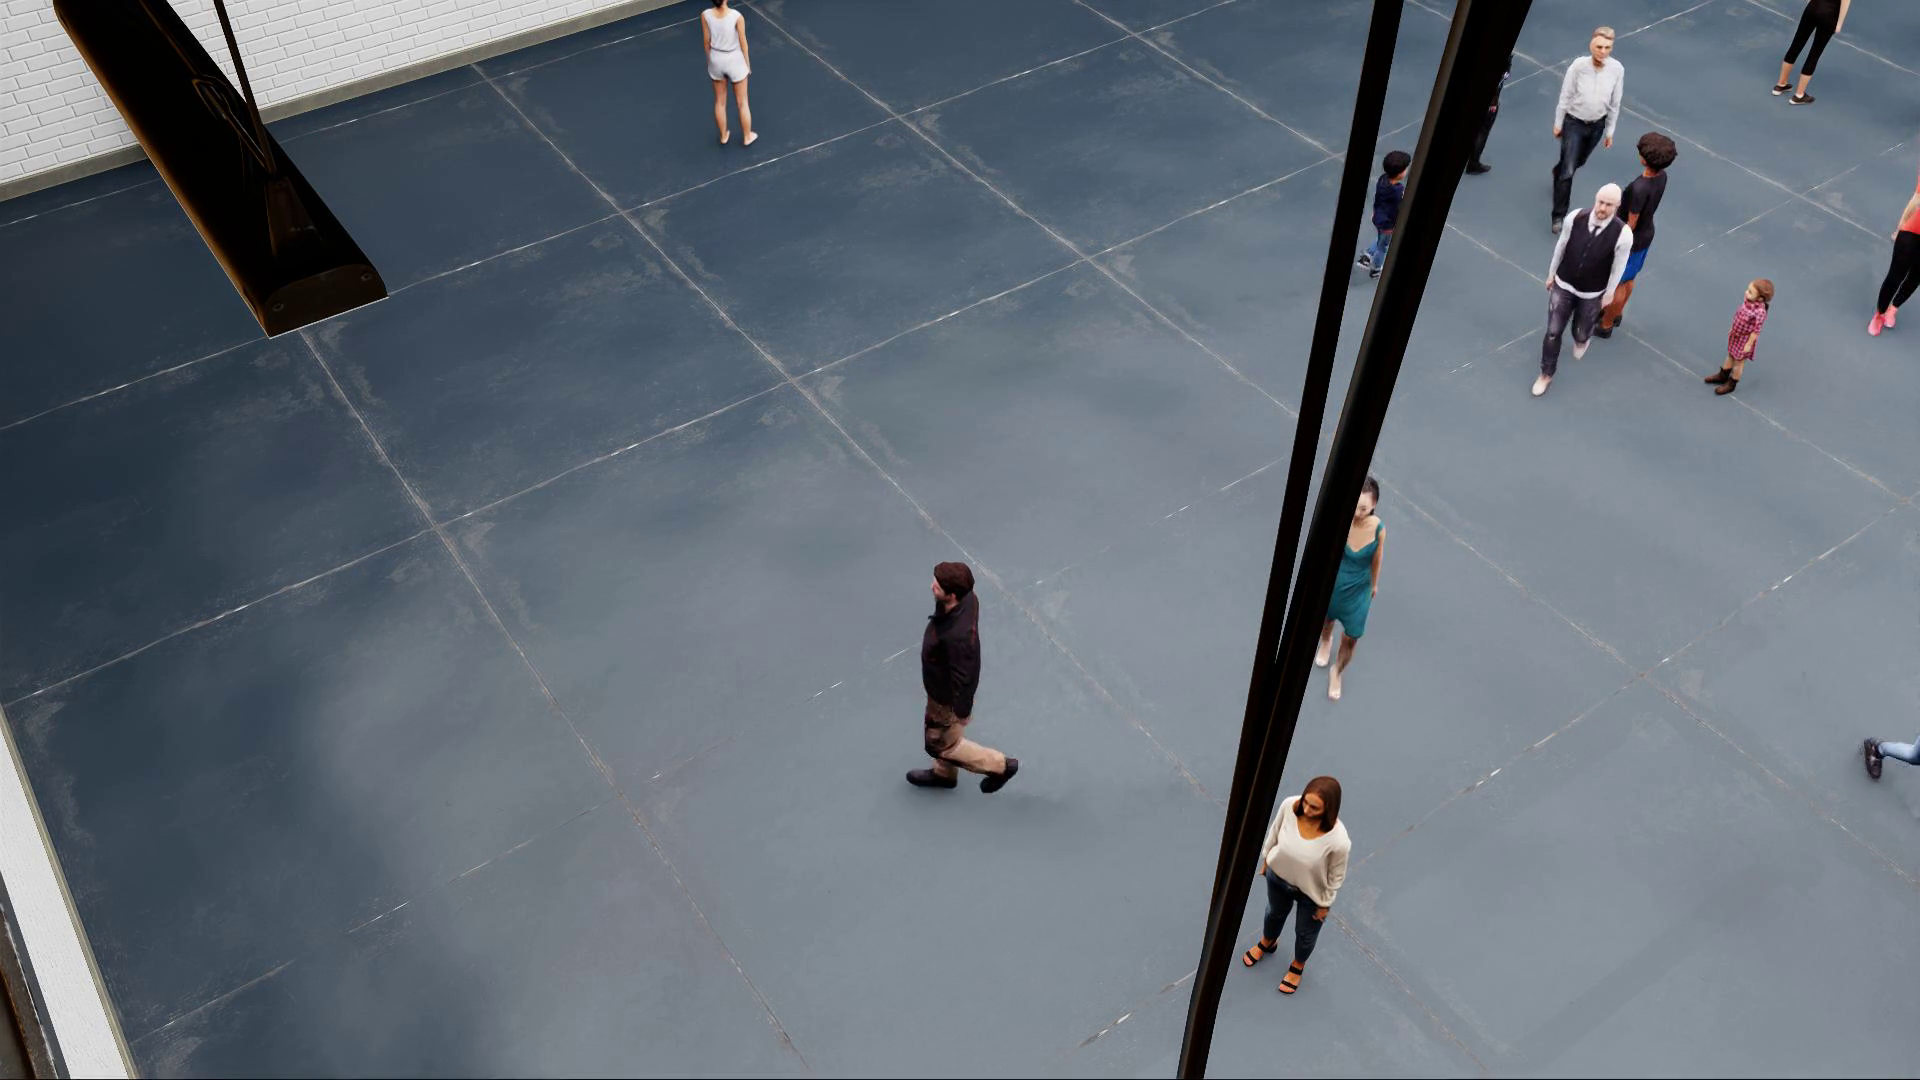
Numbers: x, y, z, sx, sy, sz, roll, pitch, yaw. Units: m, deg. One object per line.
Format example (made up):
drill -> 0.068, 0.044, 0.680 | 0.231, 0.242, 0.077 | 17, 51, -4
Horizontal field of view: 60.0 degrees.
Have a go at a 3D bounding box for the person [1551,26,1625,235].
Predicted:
person -> 5.442, -3.664, 14.520 | 1.190, 1.787, 1.193 | 3, 44, 3

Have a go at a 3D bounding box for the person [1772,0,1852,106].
person -> 8.302, -5.071, 16.042 | 0.557, 1.725, 0.604 | -19, 47, -19

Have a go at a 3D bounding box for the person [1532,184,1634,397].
person -> 4.770, -1.952, 12.710 | 0.876, 1.805, 1.069 | 27, 50, 25

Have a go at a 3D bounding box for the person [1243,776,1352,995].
person -> 1.818, 1.804, 8.856 | 0.591, 1.683, 0.648 | -34, 53, -31

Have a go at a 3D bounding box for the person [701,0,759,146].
person -> -2.167, -4.435, 15.459 | 0.640, 1.608, 0.704 | 6, 44, 6

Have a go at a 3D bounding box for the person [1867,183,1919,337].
person -> 7.736, -2.455, 13.328 | 0.788, 1.681, 0.852 | 16, 46, 16

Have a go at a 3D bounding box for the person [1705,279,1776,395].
person -> 6.089, -1.594, 12.901 | 0.533, 1.023, 0.493 | -6, 44, -6

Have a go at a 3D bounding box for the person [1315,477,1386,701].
person -> 2.444, 0.226, 10.525 | 0.797, 1.666, 0.861 | 9, 44, 9

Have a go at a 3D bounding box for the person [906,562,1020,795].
person -> 0.028, 0.846, 9.695 | 1.081, 1.912, 0.992 | 2, 44, 2

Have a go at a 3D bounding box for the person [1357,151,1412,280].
person -> 3.539, -2.697, 13.920 | 0.609, 1.214, 0.588 | -12, 45, -12

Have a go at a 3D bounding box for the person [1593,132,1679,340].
person -> 5.344, -2.409, 13.197 | 0.714, 1.794, 0.575 | 32, 52, 29
